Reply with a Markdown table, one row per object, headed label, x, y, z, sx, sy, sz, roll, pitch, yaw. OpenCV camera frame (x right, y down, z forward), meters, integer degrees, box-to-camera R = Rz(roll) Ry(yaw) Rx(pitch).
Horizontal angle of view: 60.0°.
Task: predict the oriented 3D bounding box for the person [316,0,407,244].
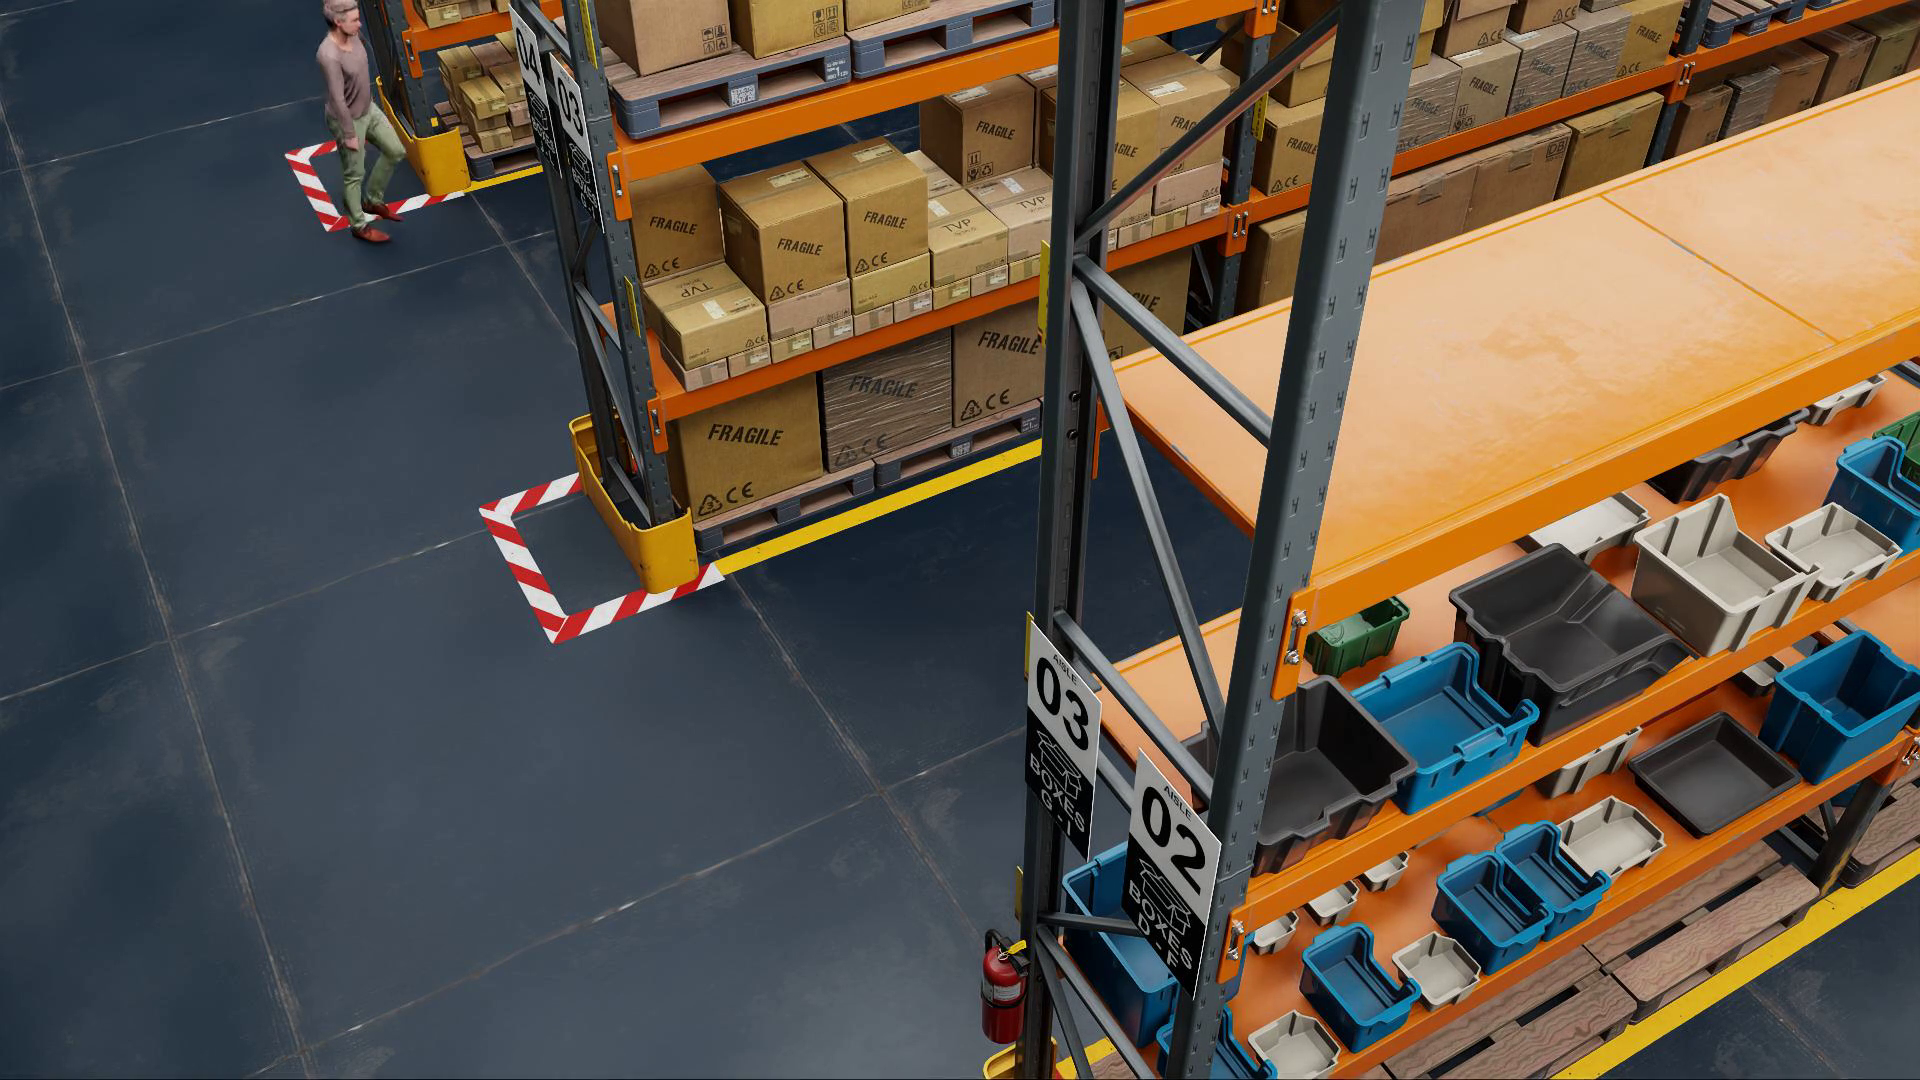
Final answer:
| label | x | y | z | sx | sy | sz | roll | pitch | yaw |
| --- | --- | --- | --- | --- | --- | --- | --- | --- | --- |
| person | -4.444 | -3.039 | 12.018 | 0.960 | 1.838 | 0.943 | 7 | 44 | 8 |
